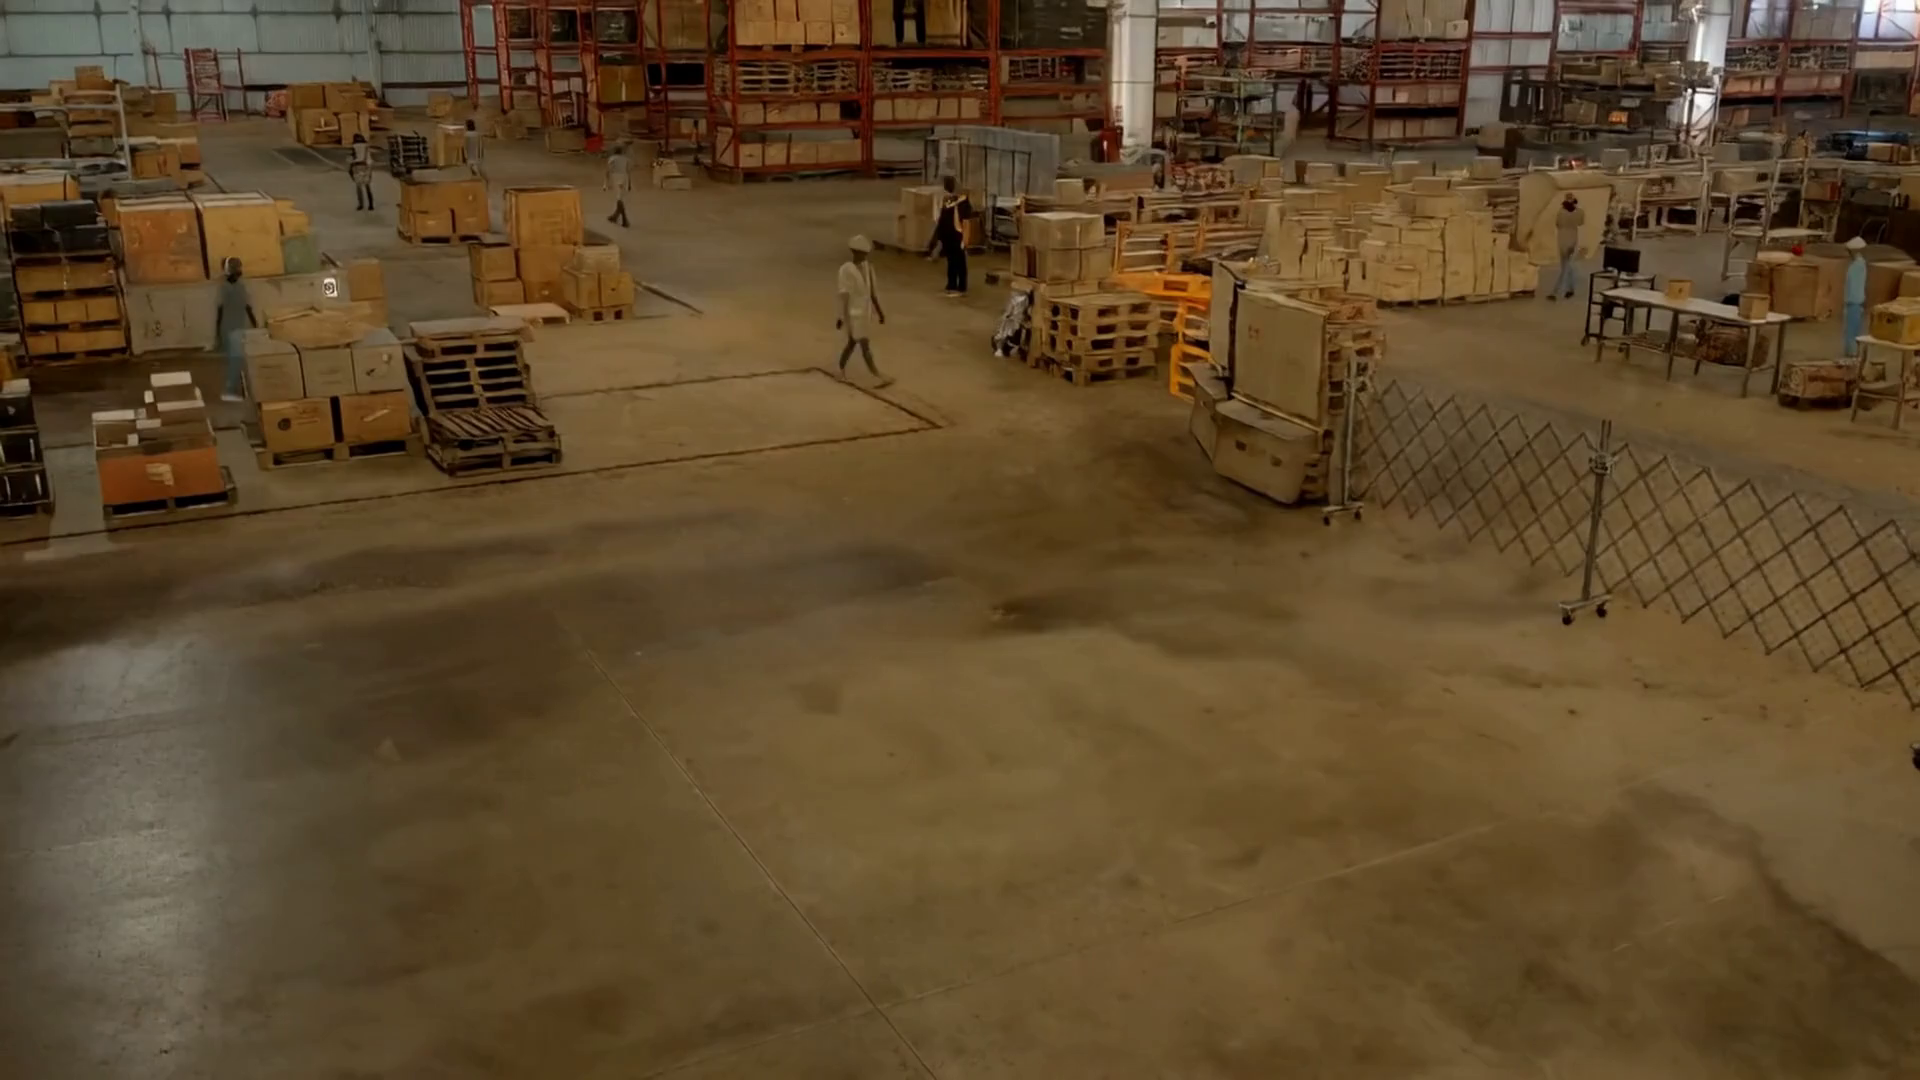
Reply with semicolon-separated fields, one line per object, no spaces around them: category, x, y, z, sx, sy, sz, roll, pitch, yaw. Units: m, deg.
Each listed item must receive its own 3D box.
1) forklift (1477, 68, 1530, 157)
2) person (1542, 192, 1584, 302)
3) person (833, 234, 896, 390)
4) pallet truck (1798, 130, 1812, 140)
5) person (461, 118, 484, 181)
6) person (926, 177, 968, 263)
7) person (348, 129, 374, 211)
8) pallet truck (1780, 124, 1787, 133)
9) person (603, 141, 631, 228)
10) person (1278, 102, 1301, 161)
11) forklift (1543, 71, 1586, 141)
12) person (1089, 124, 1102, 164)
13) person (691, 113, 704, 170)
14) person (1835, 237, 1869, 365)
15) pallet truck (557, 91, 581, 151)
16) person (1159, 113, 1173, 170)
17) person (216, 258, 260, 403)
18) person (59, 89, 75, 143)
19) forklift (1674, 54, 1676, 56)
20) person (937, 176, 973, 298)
forklift;18.231;-14.152;54.956;1.873;2.768;1.129;-9;20;-26
person;10.071;-4.890;27.786;0.981;1.813;0.556;-12;21;-33
person;-1.258;-2.942;21.450;1.067;1.982;0.635;11;21;31
pallet truck;25.526;-11.556;49.408;1.630;1.274;0.653;-9;20;-26
person;-12.905;-10.179;44.073;0.466;1.951;0.606;14;23;37
person;-0.288;-6.170;32.058;0.875;1.635;0.569;-9;20;-25
person;-14.492;-8.948;40.250;0.542;1.938;0.358;-14;23;-37
pallet truck;25.206;-12.542;52.601;1.601;1.201;0.680;0;18;-2
person;-7.710;-7.994;37.358;0.985;1.883;0.549;16;24;41
person;10.583;-13.054;53.195;0.661;1.854;1.017;-12;21;-33
forklift;18.685;-13.231;52.085;1.873;2.768;1.129;-9;20;-26
person;3.681;-10.093;44.025;0.769;1.812;0.598;-9;20;-26
person;-7.993;-12.080;50.411;0.319;1.692;0.533;-6;19;-18
person;12.258;-3.285;22.890;0.345;1.761;0.523;13;22;35
pallet truck;-13.495;-14.412;57.188;0.823;1.965;1.885;-3;18;-9
person;6.288;-12.053;50.334;0.487;1.677;0.559;-12;21;-33
person;-8.853;-2.568;20.548;0.958;1.820;0.526;2;18;7
person;-32.296;-15.335;60.213;0.399;1.915;0.592;-16;24;-40
forklift;34.585;-22.181;79.984;1.129;2.768;1.873;-9;20;-26
person;-0.122;-5.131;28.184;0.539;2.000;0.689;-10;20;-28
